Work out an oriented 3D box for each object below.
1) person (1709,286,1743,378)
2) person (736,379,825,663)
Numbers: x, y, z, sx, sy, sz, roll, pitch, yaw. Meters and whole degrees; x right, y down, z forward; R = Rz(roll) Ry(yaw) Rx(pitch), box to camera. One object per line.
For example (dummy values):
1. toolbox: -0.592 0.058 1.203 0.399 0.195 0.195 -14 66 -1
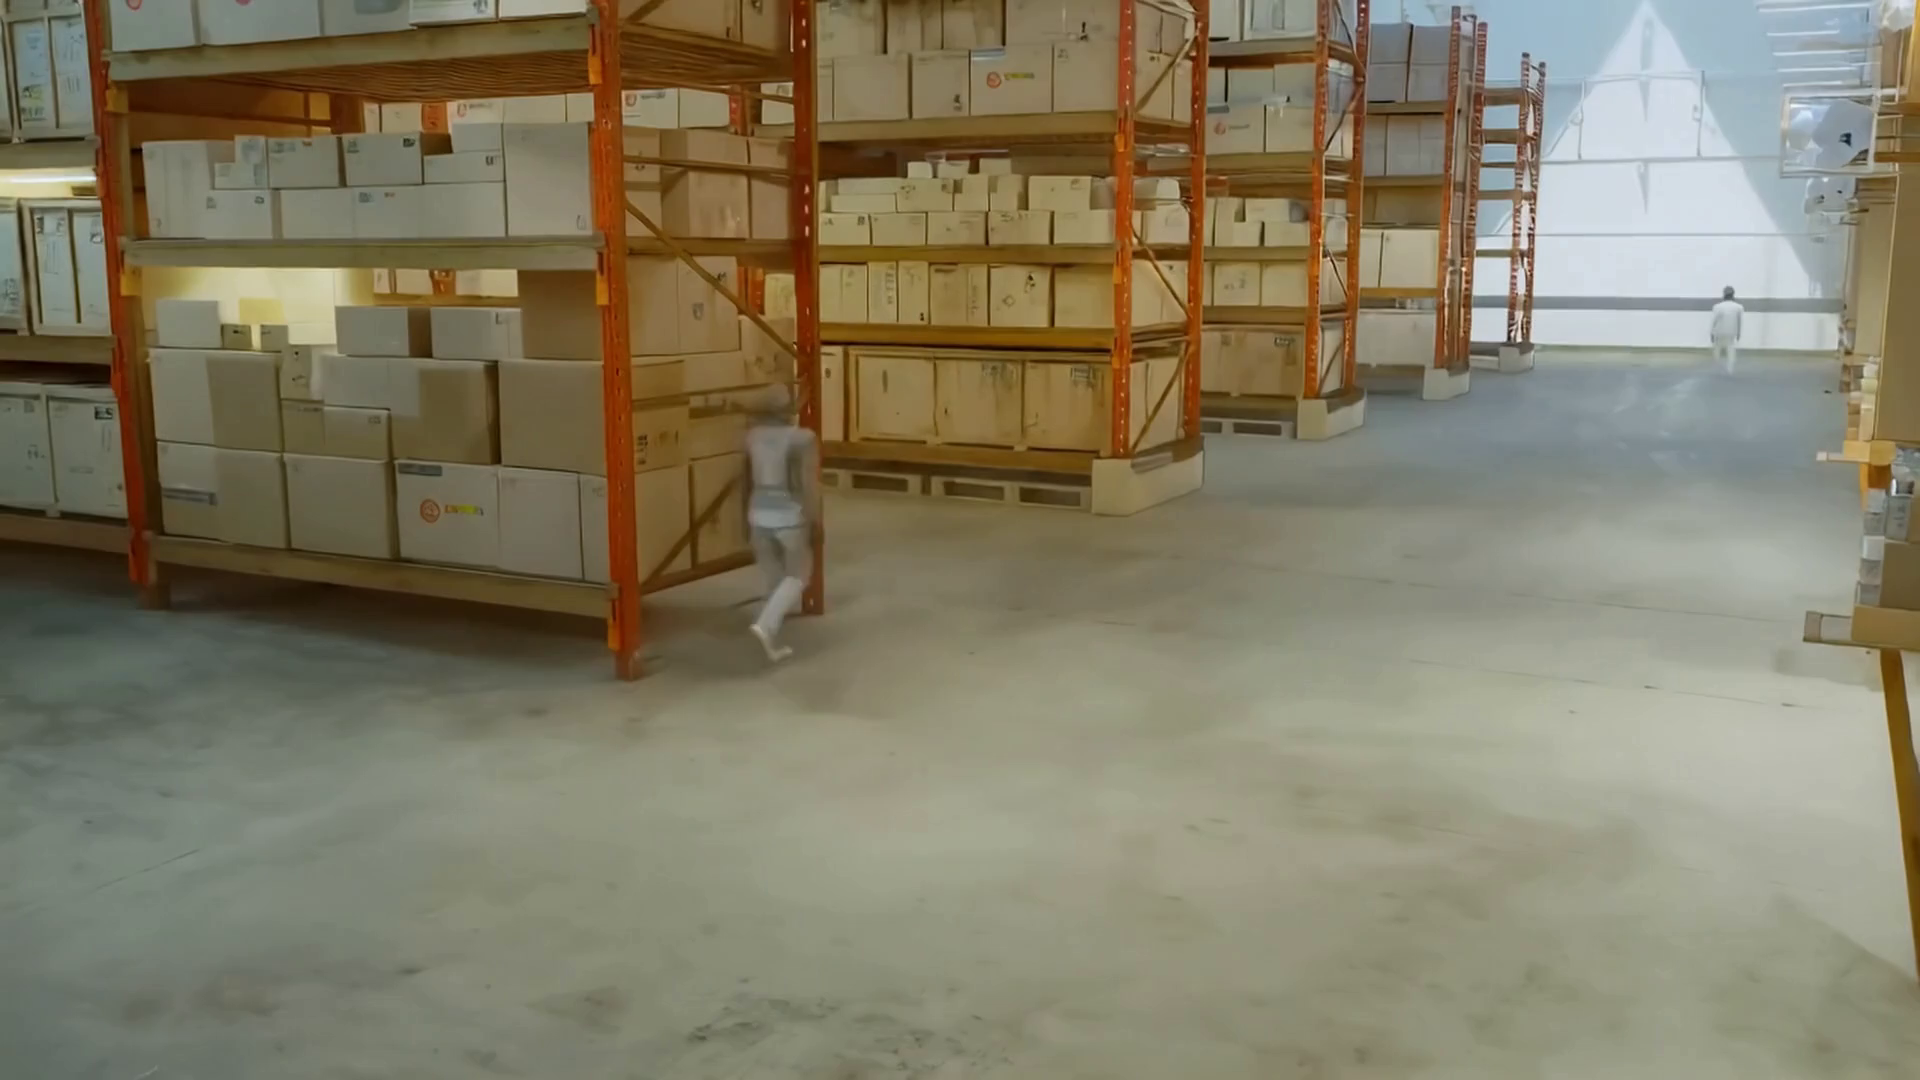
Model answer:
1. person: 14.406 -3.909 31.282 0.588 1.701 0.918 2 10 10
2. person: -1.052 -0.076 9.296 0.543 1.627 0.514 5 11 26
